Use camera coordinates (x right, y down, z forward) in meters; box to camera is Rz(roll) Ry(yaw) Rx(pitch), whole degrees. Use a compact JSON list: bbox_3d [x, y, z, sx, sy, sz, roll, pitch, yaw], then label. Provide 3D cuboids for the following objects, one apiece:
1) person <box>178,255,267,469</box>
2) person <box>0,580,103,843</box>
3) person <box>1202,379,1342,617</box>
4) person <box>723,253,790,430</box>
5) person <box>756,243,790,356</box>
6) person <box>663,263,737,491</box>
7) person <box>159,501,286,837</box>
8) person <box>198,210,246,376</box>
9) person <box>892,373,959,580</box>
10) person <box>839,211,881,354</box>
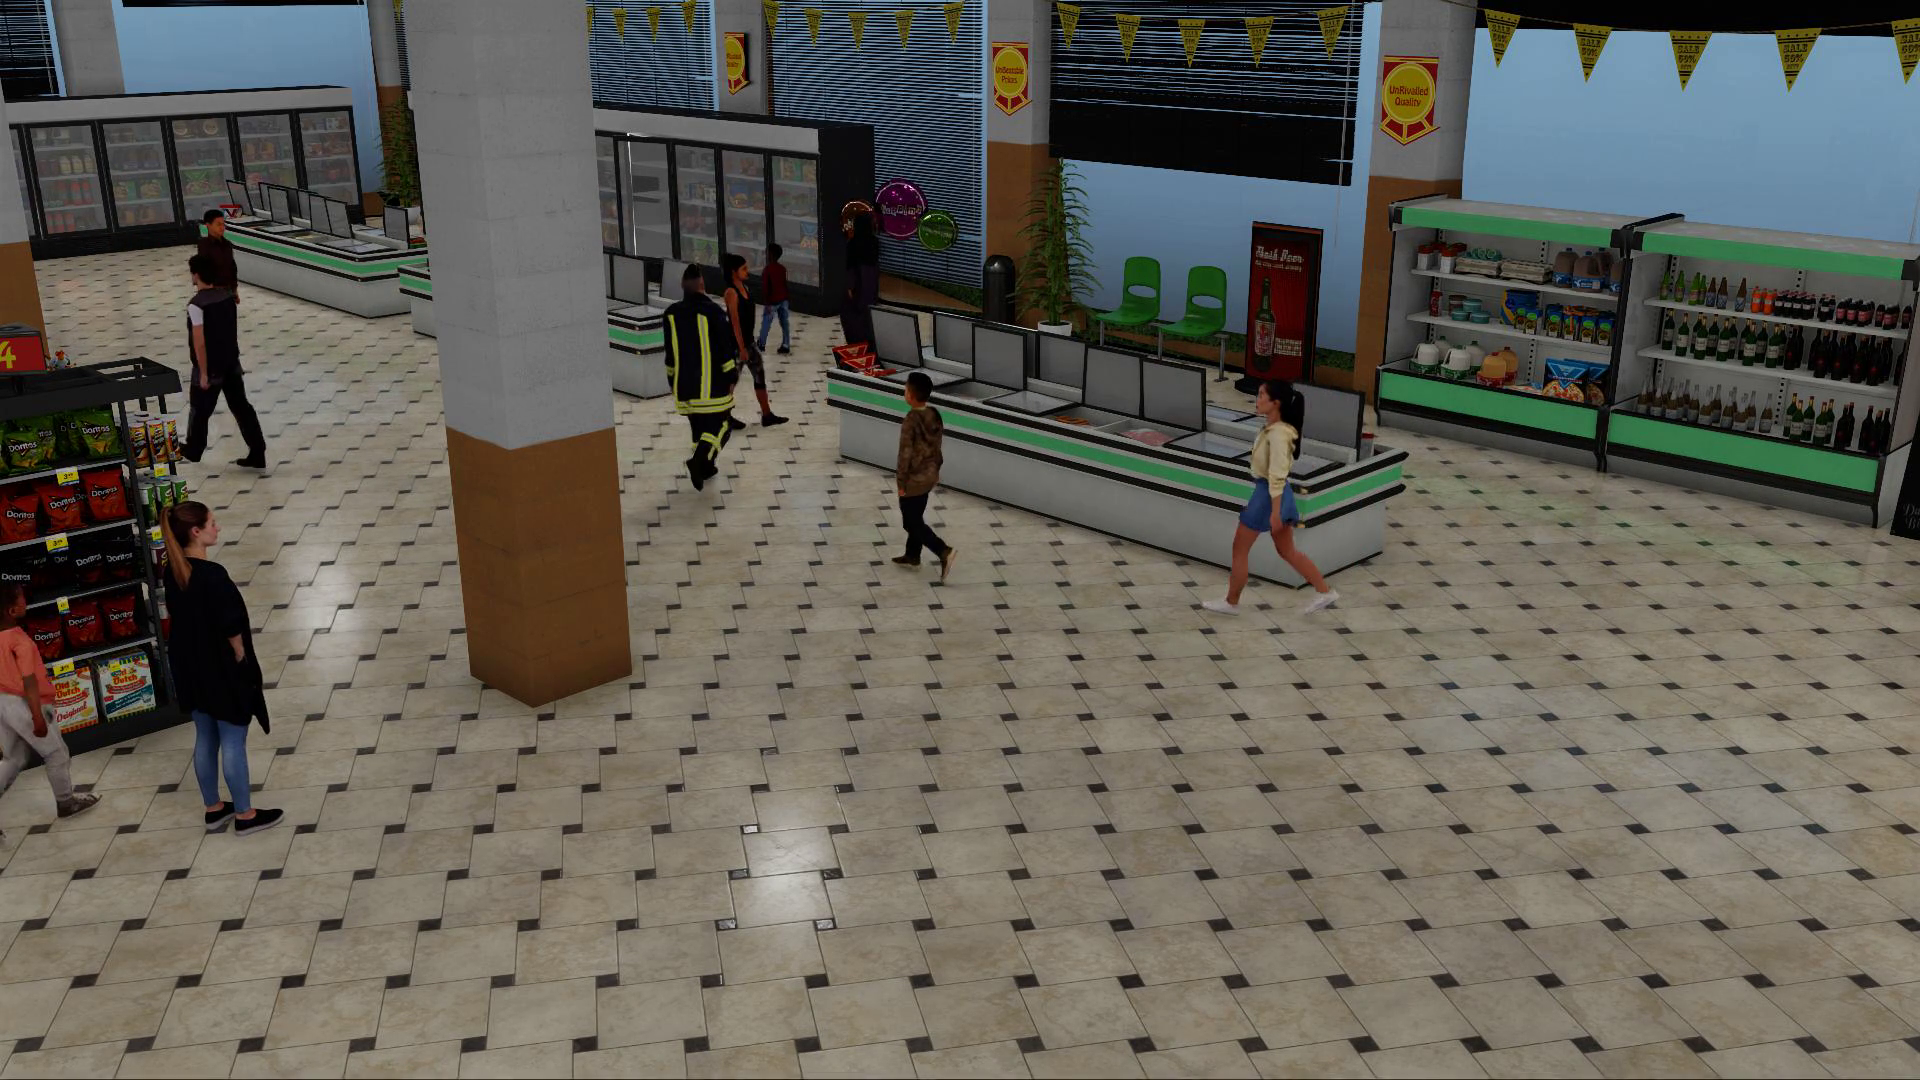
[{"bbox_3d":[-6.169,-1.447,14.009,1.238,1.805,0.991,7,20,20],"label":"person"},{"bbox_3d":[-4.591,0.836,8.042,0.864,1.292,0.714,10,21,27],"label":"person"},{"bbox_3d":[2.084,-0.228,10.719,1.212,1.597,1.014,5,19,13],"label":"person"},{"bbox_3d":[-2.113,-1.818,15.357,0.998,1.647,0.874,5,19,13],"label":"person"},{"bbox_3d":[-2.008,-2.663,18.499,0.511,1.240,0.712,-17,25,-41],"label":"person"},{"bbox_3d":[-2.131,-1.304,13.537,1.029,1.836,1.017,7,20,19],"label":"person"},{"bbox_3d":[-3.626,0.626,8.050,0.592,1.684,0.747,10,21,28],"label":"person"},{"bbox_3d":[-7.839,-2.573,17.419,0.949,1.759,0.864,6,19,16],"label":"person"},{"bbox_3d":[-0.250,-0.426,11.555,0.894,1.438,0.672,12,22,33],"label":"person"},{"bbox_3d":[-1.046,-2.823,18.397,0.679,1.609,0.779,-12,22,-32],"label":"person"}]
